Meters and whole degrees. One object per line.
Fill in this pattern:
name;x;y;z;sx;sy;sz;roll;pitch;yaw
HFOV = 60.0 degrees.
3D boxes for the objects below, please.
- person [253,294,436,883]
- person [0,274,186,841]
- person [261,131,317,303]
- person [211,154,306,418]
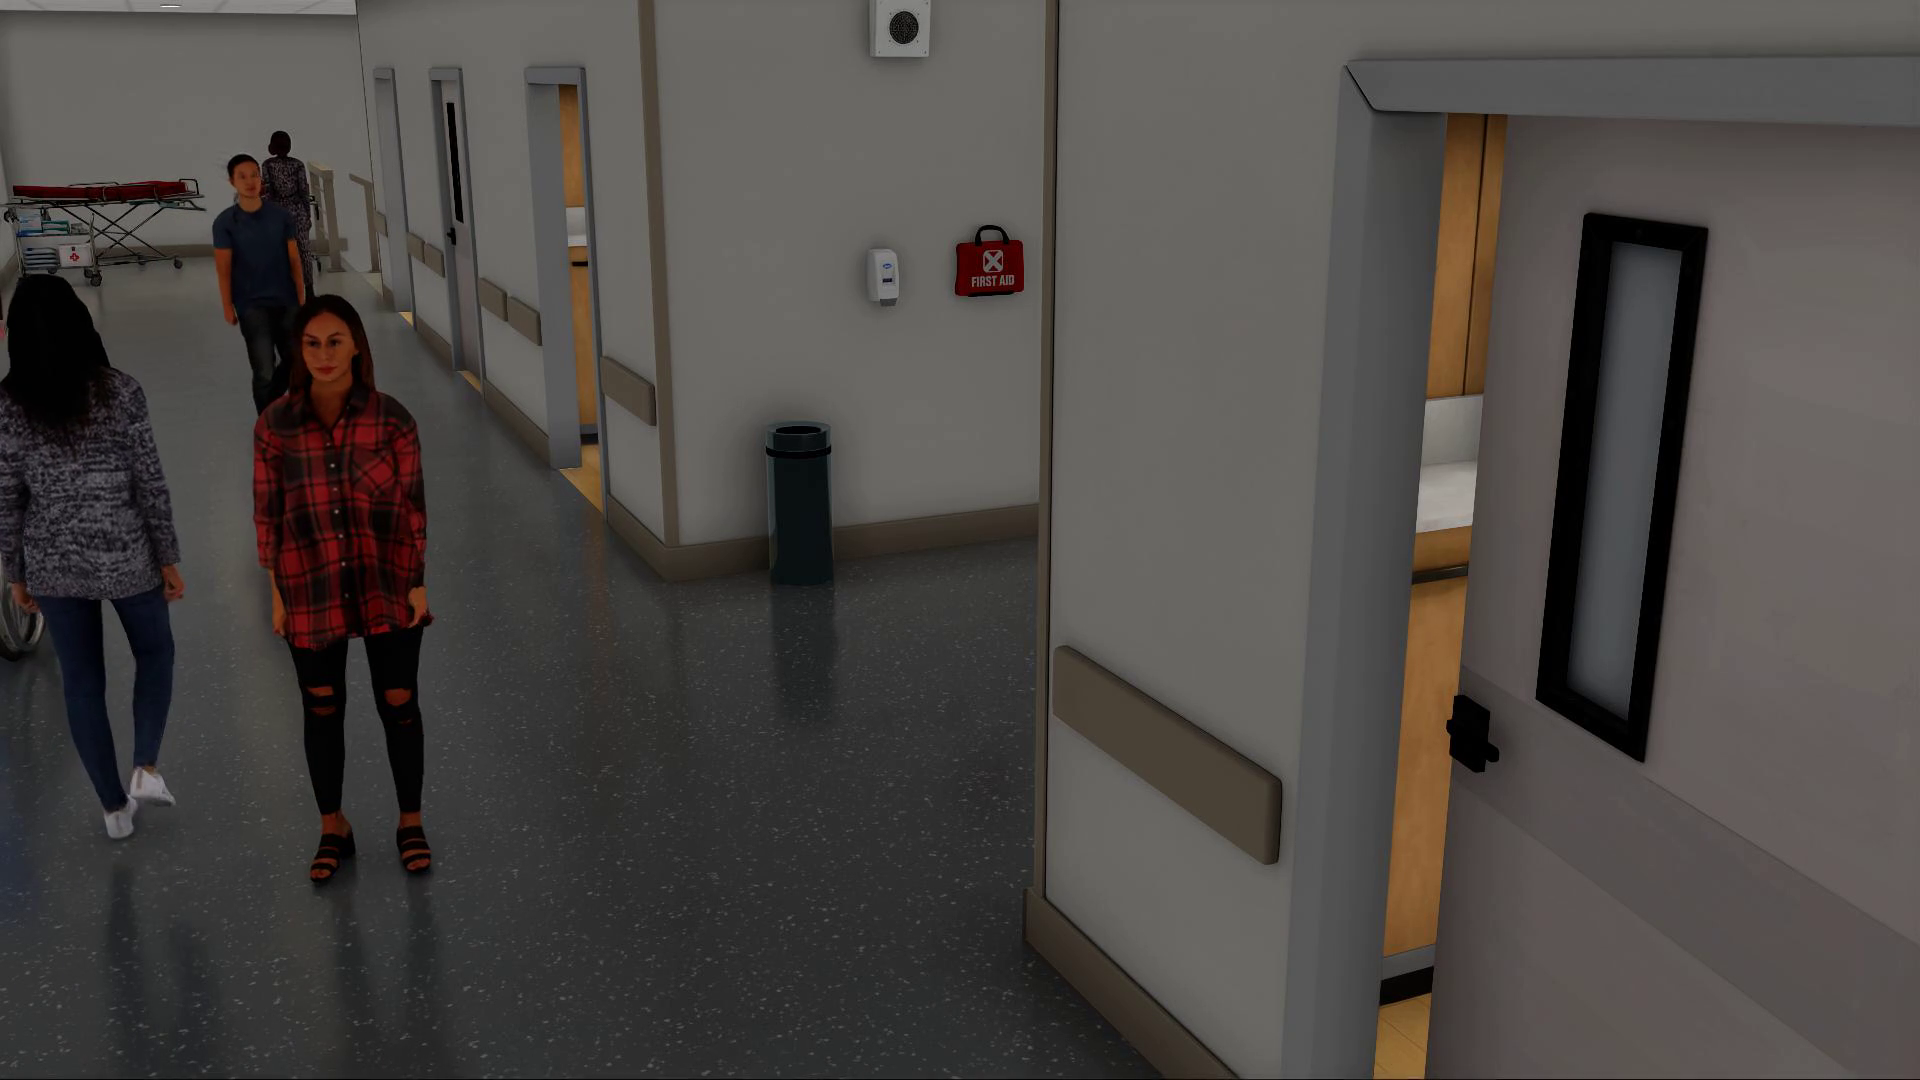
person;-1.740;0.147;4.760;0.653;1.703;0.609;-4;16;-14
person;-2.573;0.093;4.912;0.645;1.725;0.622;-6;17;-20
person;-6.816;-3.277;16.884;0.589;1.714;0.571;-6;17;-19
person;-4.312;-1.454;10.266;0.794;1.796;0.913;-13;21;-39
